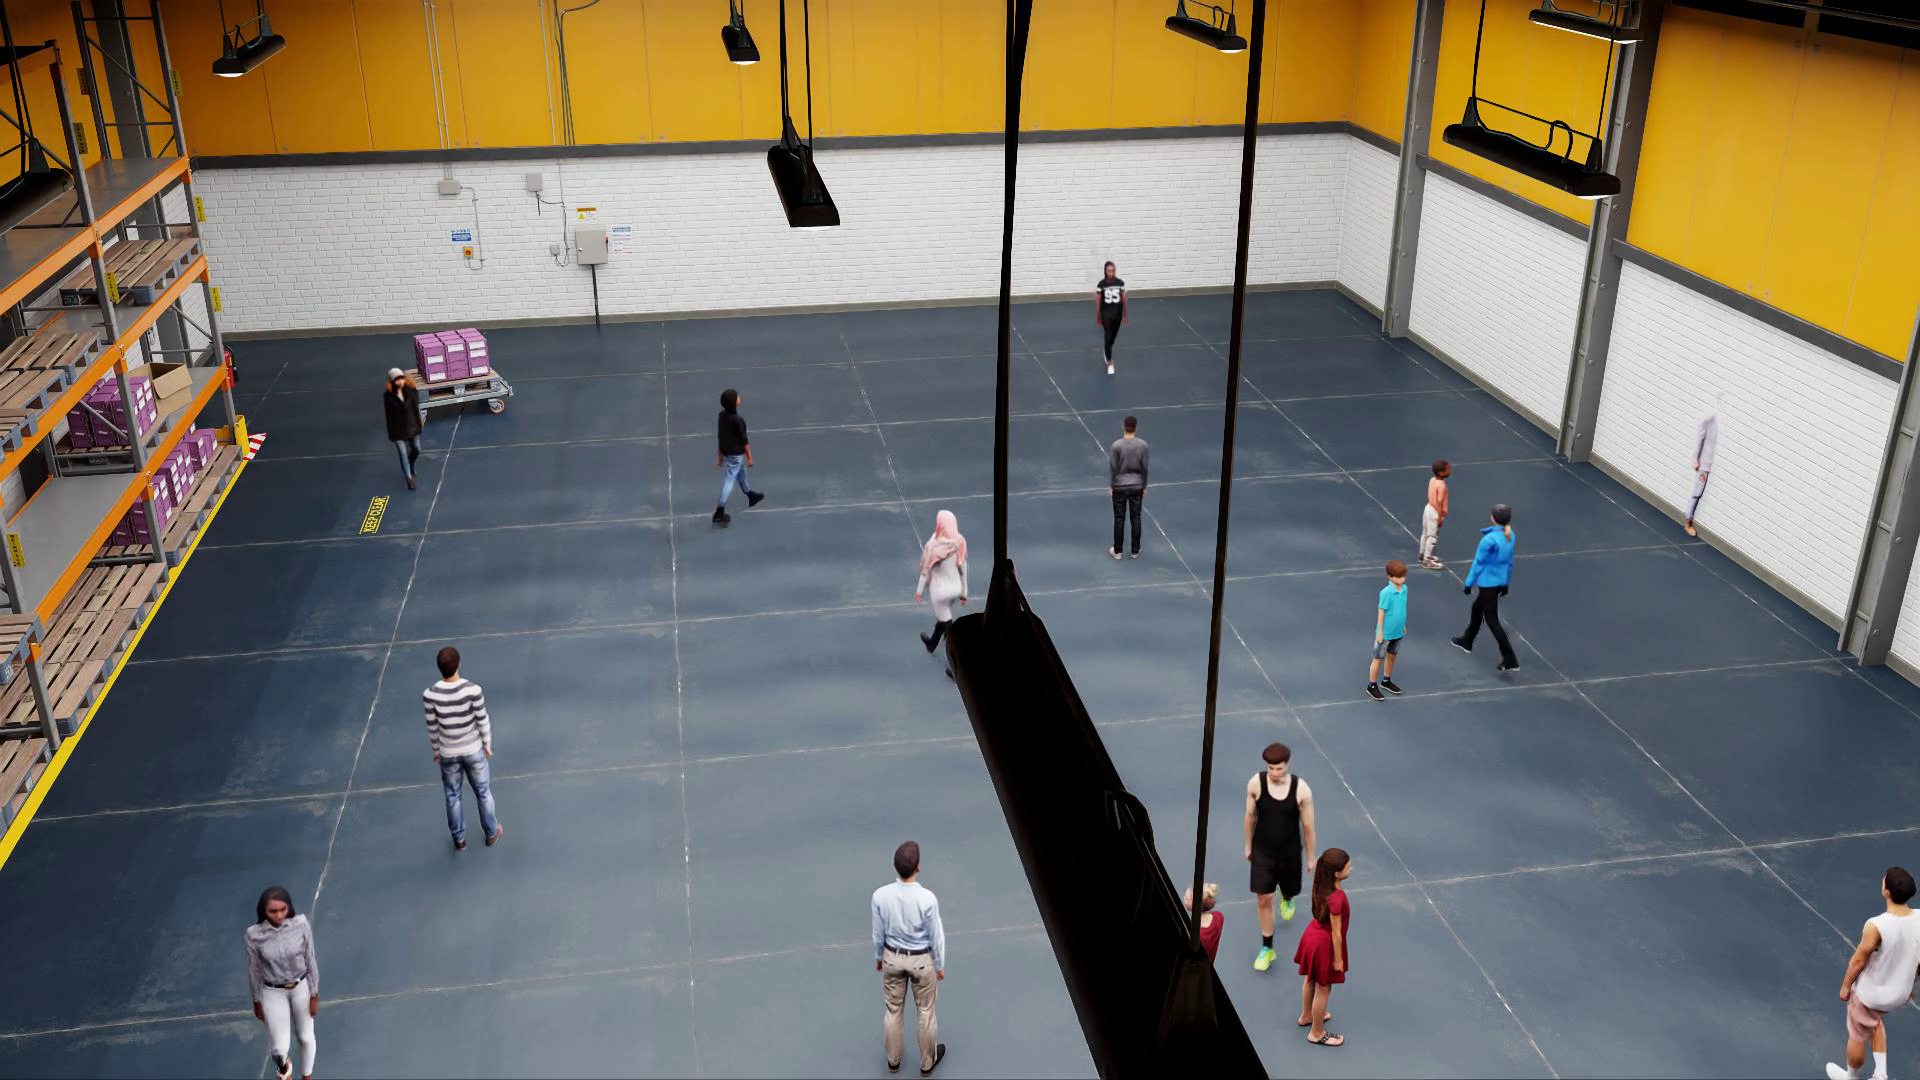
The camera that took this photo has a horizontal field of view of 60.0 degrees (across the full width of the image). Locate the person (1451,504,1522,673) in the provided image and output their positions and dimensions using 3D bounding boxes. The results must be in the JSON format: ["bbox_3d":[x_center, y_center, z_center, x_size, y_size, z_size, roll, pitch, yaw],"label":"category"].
[{"bbox_3d":[5.454,0.526,16.881,0.925,1.751,1.241,-14,27,-29],"label":"person"}]

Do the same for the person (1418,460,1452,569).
[{"bbox_3d":[5.515,-0.318,19.366,0.559,1.308,0.434,-1,24,-2],"label":"person"}]

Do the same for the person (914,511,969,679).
[{"bbox_3d":[-0.103,0.596,16.705,0.958,1.766,1.212,-16,28,-32],"label":"person"}]

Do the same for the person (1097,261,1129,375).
[{"bbox_3d":[2.378,-3.539,26.255,0.625,1.692,1.144,-3,24,-7],"label":"person"}]

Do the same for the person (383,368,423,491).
[{"bbox_3d":[-7.250,-1.473,21.612,0.768,1.626,0.850,-15,28,-31],"label":"person"}]

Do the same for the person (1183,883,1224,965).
[{"bbox_3d":[1.578,3.021,11.240,0.725,1.698,0.681,18,29,35],"label":"person"}]

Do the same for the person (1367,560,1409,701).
[{"bbox_3d":[4.263,0.865,16.485,0.585,1.449,0.585,-15,28,-30],"label":"person"}]

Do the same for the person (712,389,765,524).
[{"bbox_3d":[-2.842,-0.990,20.478,1.152,1.649,1.117,19,30,37],"label":"person"}]

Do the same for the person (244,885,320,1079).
[{"bbox_3d":[-4.532,3.018,11.228,0.682,1.714,0.724,-11,26,-23],"label":"person"}]

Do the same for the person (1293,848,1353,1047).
[{"bbox_3d":[2.586,2.856,11.800,0.600,1.553,0.536,-3,24,-7],"label":"person"}]

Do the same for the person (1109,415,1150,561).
[{"bbox_3d":[1.970,-0.621,19.494,0.628,1.761,0.556,-2,24,-5],"label":"person"}]

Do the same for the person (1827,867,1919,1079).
[{"bbox_3d":[6.198,3.033,11.113,0.650,1.778,0.700,-4,24,-9],"label":"person"}]

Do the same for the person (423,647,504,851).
[{"bbox_3d":[-4.190,1.749,13.957,0.640,1.854,0.519,-4,24,-8],"label":"person"}]

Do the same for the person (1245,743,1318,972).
[{"bbox_3d":[2.441,2.313,12.654,1.067,1.864,1.239,6,24,14],"label":"person"}]

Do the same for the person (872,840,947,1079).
[{"bbox_3d":[-0.351,2.872,11.396,0.733,1.847,0.726,4,24,10],"label":"person"}]
